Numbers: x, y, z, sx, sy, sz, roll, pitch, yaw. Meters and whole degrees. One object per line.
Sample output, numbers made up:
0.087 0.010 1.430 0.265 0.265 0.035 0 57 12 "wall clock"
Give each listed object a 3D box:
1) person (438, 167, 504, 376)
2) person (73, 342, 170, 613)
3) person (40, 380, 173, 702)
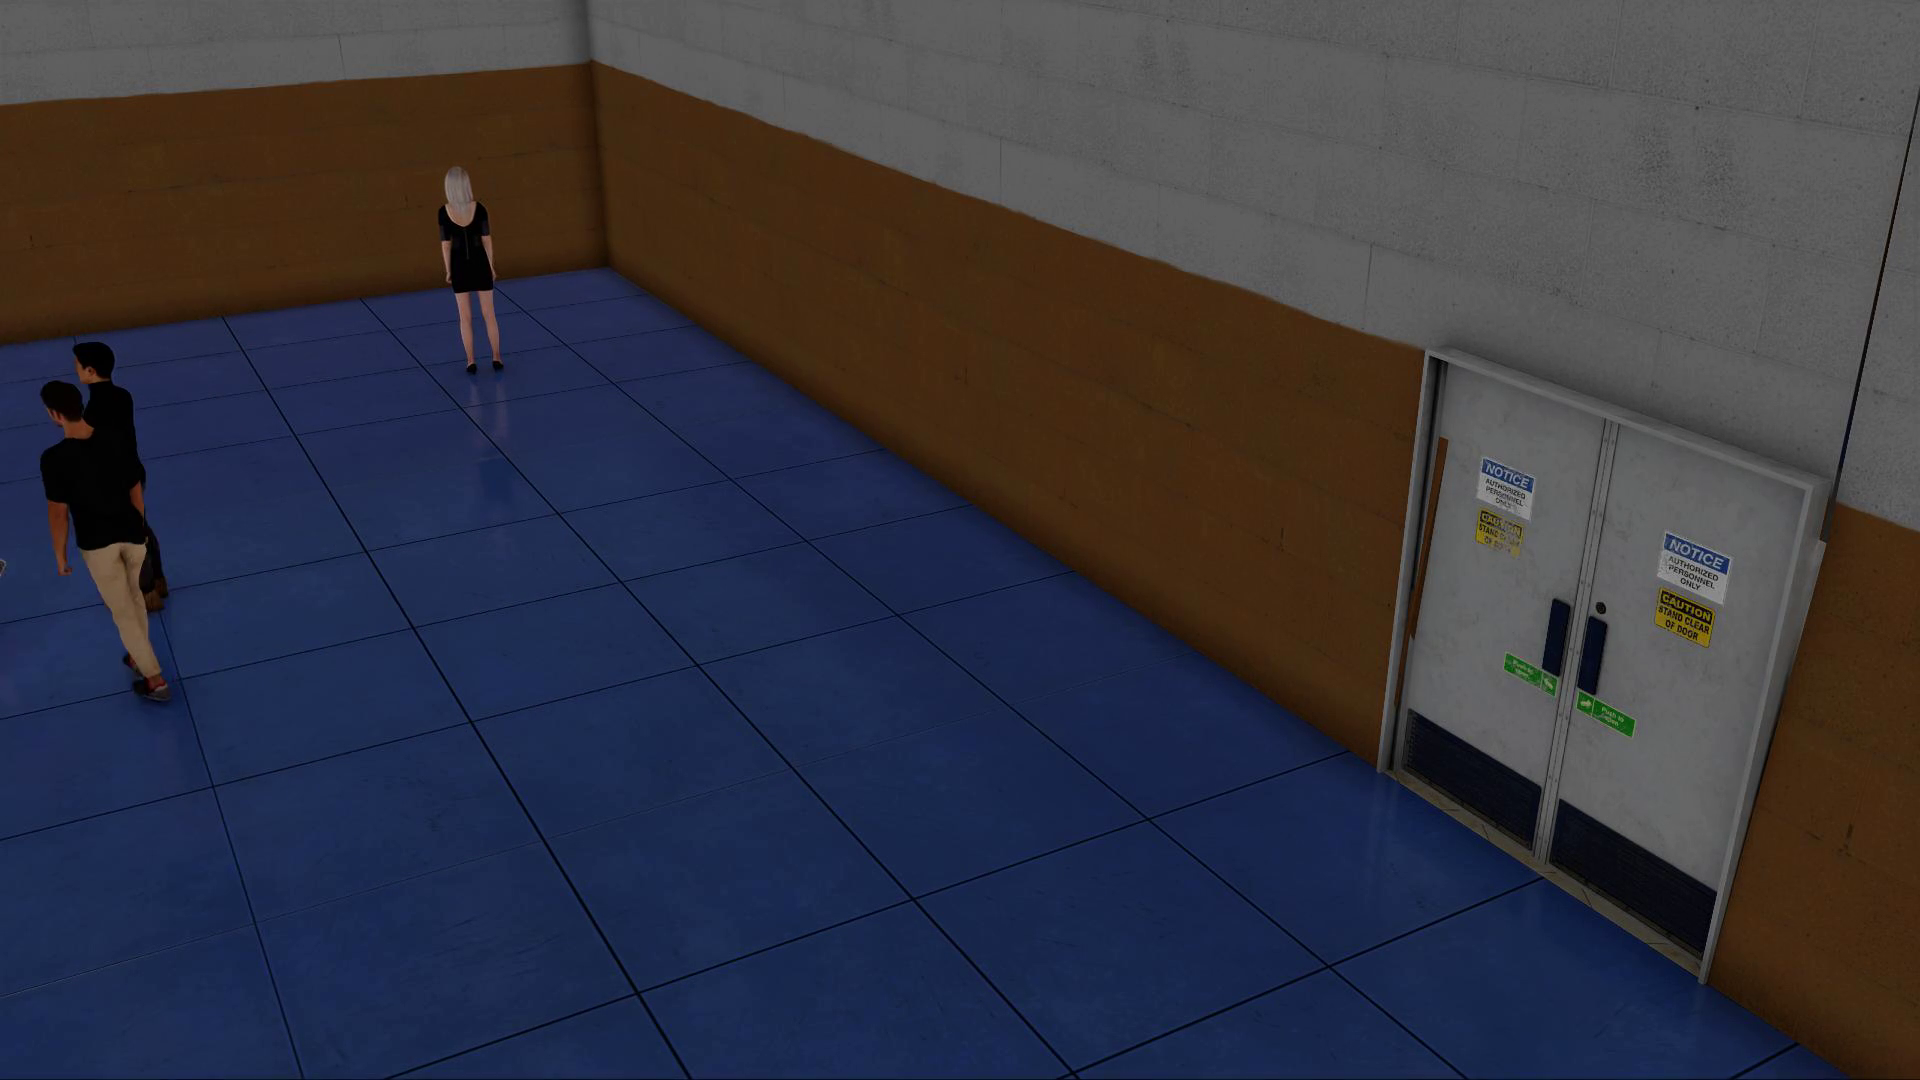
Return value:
-4.296 -2.359 14.590 0.515 1.829 0.679 -7 24 -15 "person"
-5.159 -0.383 10.206 0.658 1.722 0.716 -4 24 -9 "person"
-4.570 0.040 9.082 0.866 1.824 0.799 17 29 34 "person"
